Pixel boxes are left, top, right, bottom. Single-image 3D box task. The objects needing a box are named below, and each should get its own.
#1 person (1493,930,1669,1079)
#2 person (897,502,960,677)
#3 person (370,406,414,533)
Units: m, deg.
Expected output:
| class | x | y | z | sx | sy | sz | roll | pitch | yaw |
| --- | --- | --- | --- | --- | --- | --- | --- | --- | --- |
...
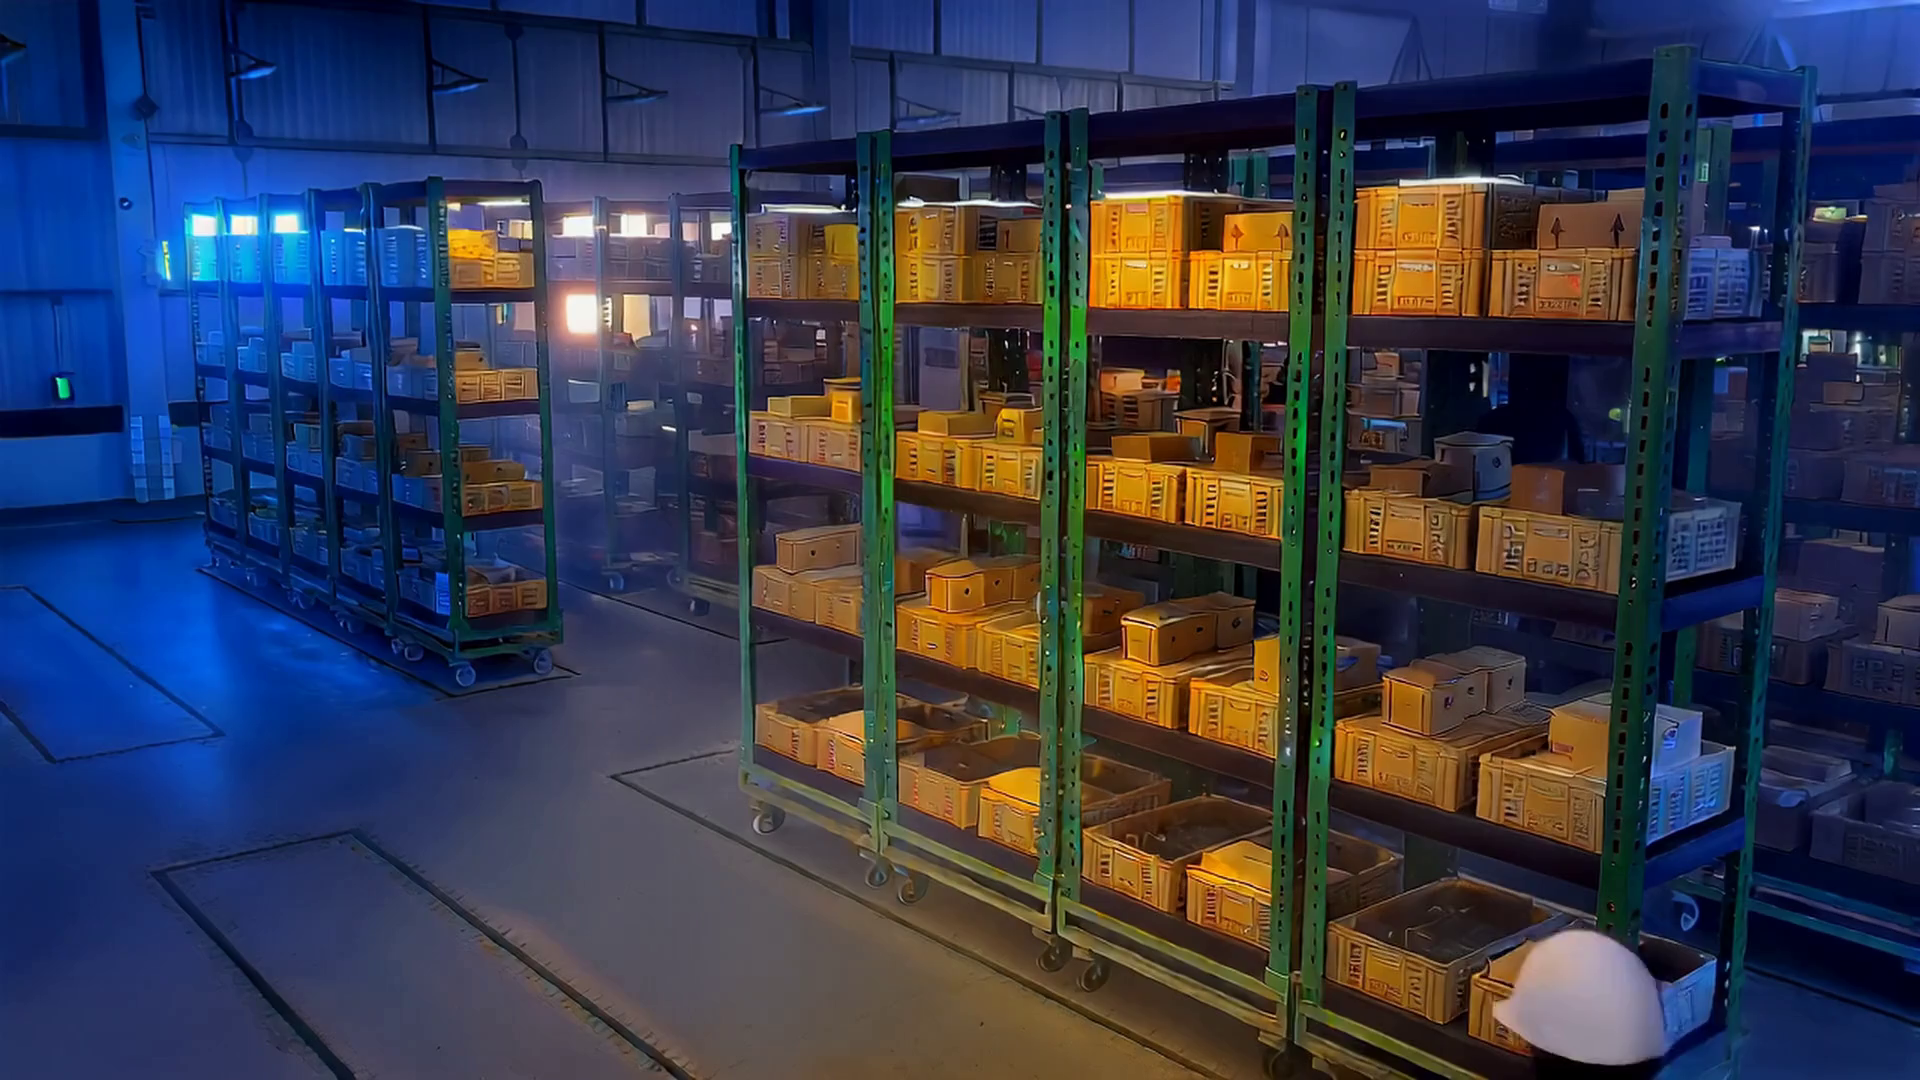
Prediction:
| class | x | y | z | sx | sy | sz | roll | pitch | yaw |
| --- | --- | --- | --- | --- | --- | --- | --- | --- | --- |
| person | 1.001 | 1.585 | 2.915 | 0.629 | 1.910 | 0.875 | -4 | 10 | -25 |
| person | -0.198 | 0.081 | 12.340 | 0.892 | 1.792 | 0.593 | -9 | 13 | -44 |
| person | -6.118 | -0.866 | 17.988 | 0.584 | 1.822 | 0.576 | 1 | 9 | 5 |
